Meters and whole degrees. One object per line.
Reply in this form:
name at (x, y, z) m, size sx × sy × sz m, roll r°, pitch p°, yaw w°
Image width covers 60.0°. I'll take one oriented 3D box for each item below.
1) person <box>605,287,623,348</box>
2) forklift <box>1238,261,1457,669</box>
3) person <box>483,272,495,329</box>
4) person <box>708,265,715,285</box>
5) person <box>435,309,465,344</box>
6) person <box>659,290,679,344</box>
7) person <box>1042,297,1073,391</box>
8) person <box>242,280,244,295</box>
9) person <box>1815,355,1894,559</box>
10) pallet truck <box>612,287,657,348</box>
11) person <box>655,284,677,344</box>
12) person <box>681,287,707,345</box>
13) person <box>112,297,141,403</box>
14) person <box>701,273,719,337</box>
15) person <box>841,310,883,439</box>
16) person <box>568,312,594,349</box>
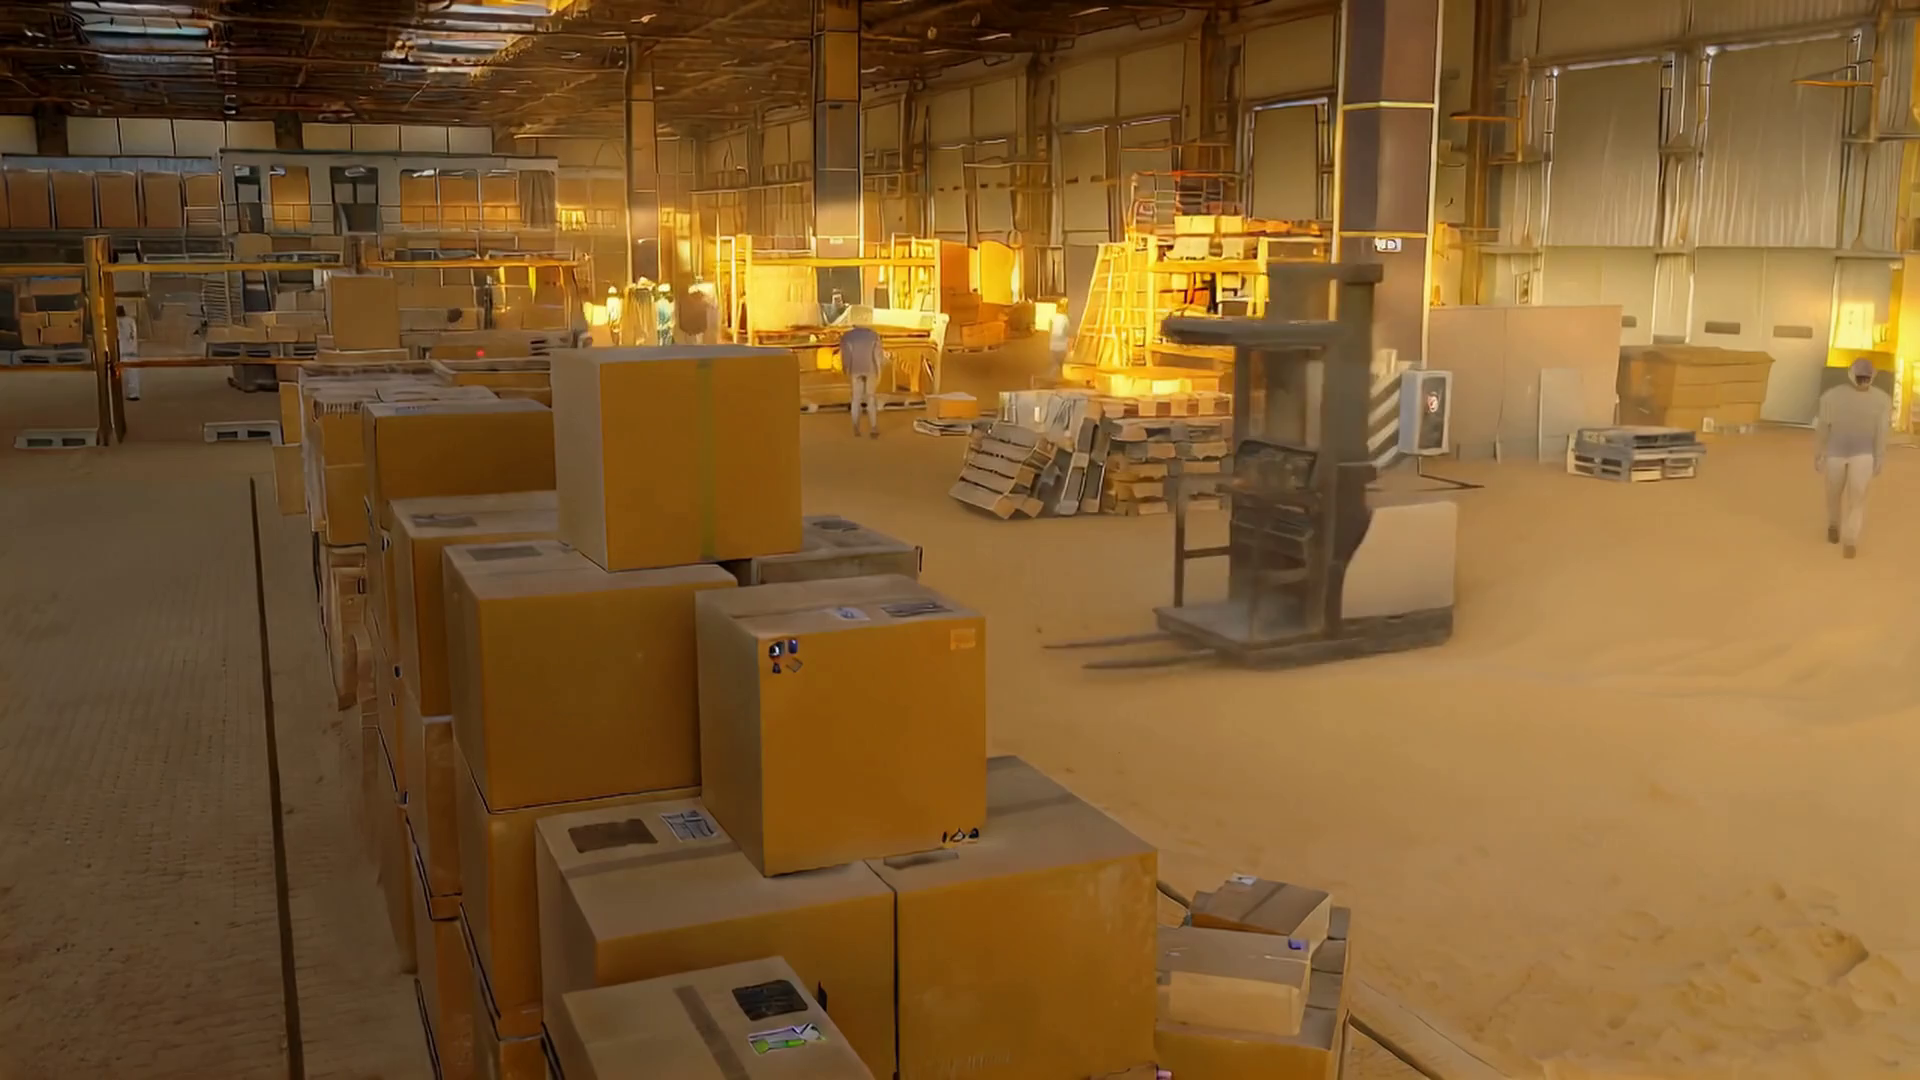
person at (-9.127, -5.808, 43.930) m, size 0.491 × 1.716 × 0.464 m, roll 4°, pitch 11°, yaw 20°
forklift at (2.606, -0.620, 12.101) m, size 1.873 × 2.768 × 1.129 m, roll -5°, pitch 11°, yaw -24°
person at (-14.950, -7.541, 52.889) m, size 0.379 × 1.931 × 0.624 m, roll 0°, pitch 10°, yaw -2°
person at (-11.162, -11.627, 75.281) m, size 0.617 × 1.975 × 0.597 m, roll 3°, pitch 11°, yaw 18°
person at (-9.693, -3.574, 31.760) m, size 0.620 × 1.661 × 0.340 m, roll -4°, pitch 11°, yaw -20°
person at (-6.530, -4.680, 37.346) m, size 0.429 × 1.844 × 0.627 m, roll -3°, pitch 11°, yaw -14°
person at (1.831, -3.573, 31.025) m, size 0.550 × 1.920 × 0.679 m, roll 7°, pitch 13°, yaw 35°
person at (-31.769, -11.311, 73.950) m, size 0.506 × 1.815 × 1.018 m, roll -8°, pitch 13°, yaw -36°
person at (8.507, -0.818, 15.870) m, size 0.626 × 1.916 × 0.877 m, roll 6°, pitch 12°, yaw 29°
pallet truck at (-6.464, -4.406, 35.401) m, size 0.823 × 1.965 × 1.885 m, roll 6°, pitch 12°, yaw 32°
person at (-6.971, -5.083, 39.368) m, size 0.581 × 1.919 × 0.394 m, roll -9°, pitch 13°, yaw -39°
person at (-5.927, -4.678, 37.099) m, size 0.622 × 1.926 × 1.109 m, roll -3°, pitch 11°, yaw -18°
person at (-15.299, -3.475, 30.462) m, size 0.584 × 1.928 × 0.374 m, roll 4°, pitch 11°, yaw 19°
person at (-7.623, -7.173, 50.839) m, size 0.632 × 1.927 × 0.470 m, roll 4°, pitch 11°, yaw 22°
person at (-1.456, -2.479, 24.954) m, size 0.629 × 1.937 × 0.373 m, roll 1°, pitch 10°, yaw 6°
person at (-6.079, -2.722, 26.595) m, size 0.527 × 1.827 × 0.636 m, roll 5°, pitch 11°, yaw 25°
